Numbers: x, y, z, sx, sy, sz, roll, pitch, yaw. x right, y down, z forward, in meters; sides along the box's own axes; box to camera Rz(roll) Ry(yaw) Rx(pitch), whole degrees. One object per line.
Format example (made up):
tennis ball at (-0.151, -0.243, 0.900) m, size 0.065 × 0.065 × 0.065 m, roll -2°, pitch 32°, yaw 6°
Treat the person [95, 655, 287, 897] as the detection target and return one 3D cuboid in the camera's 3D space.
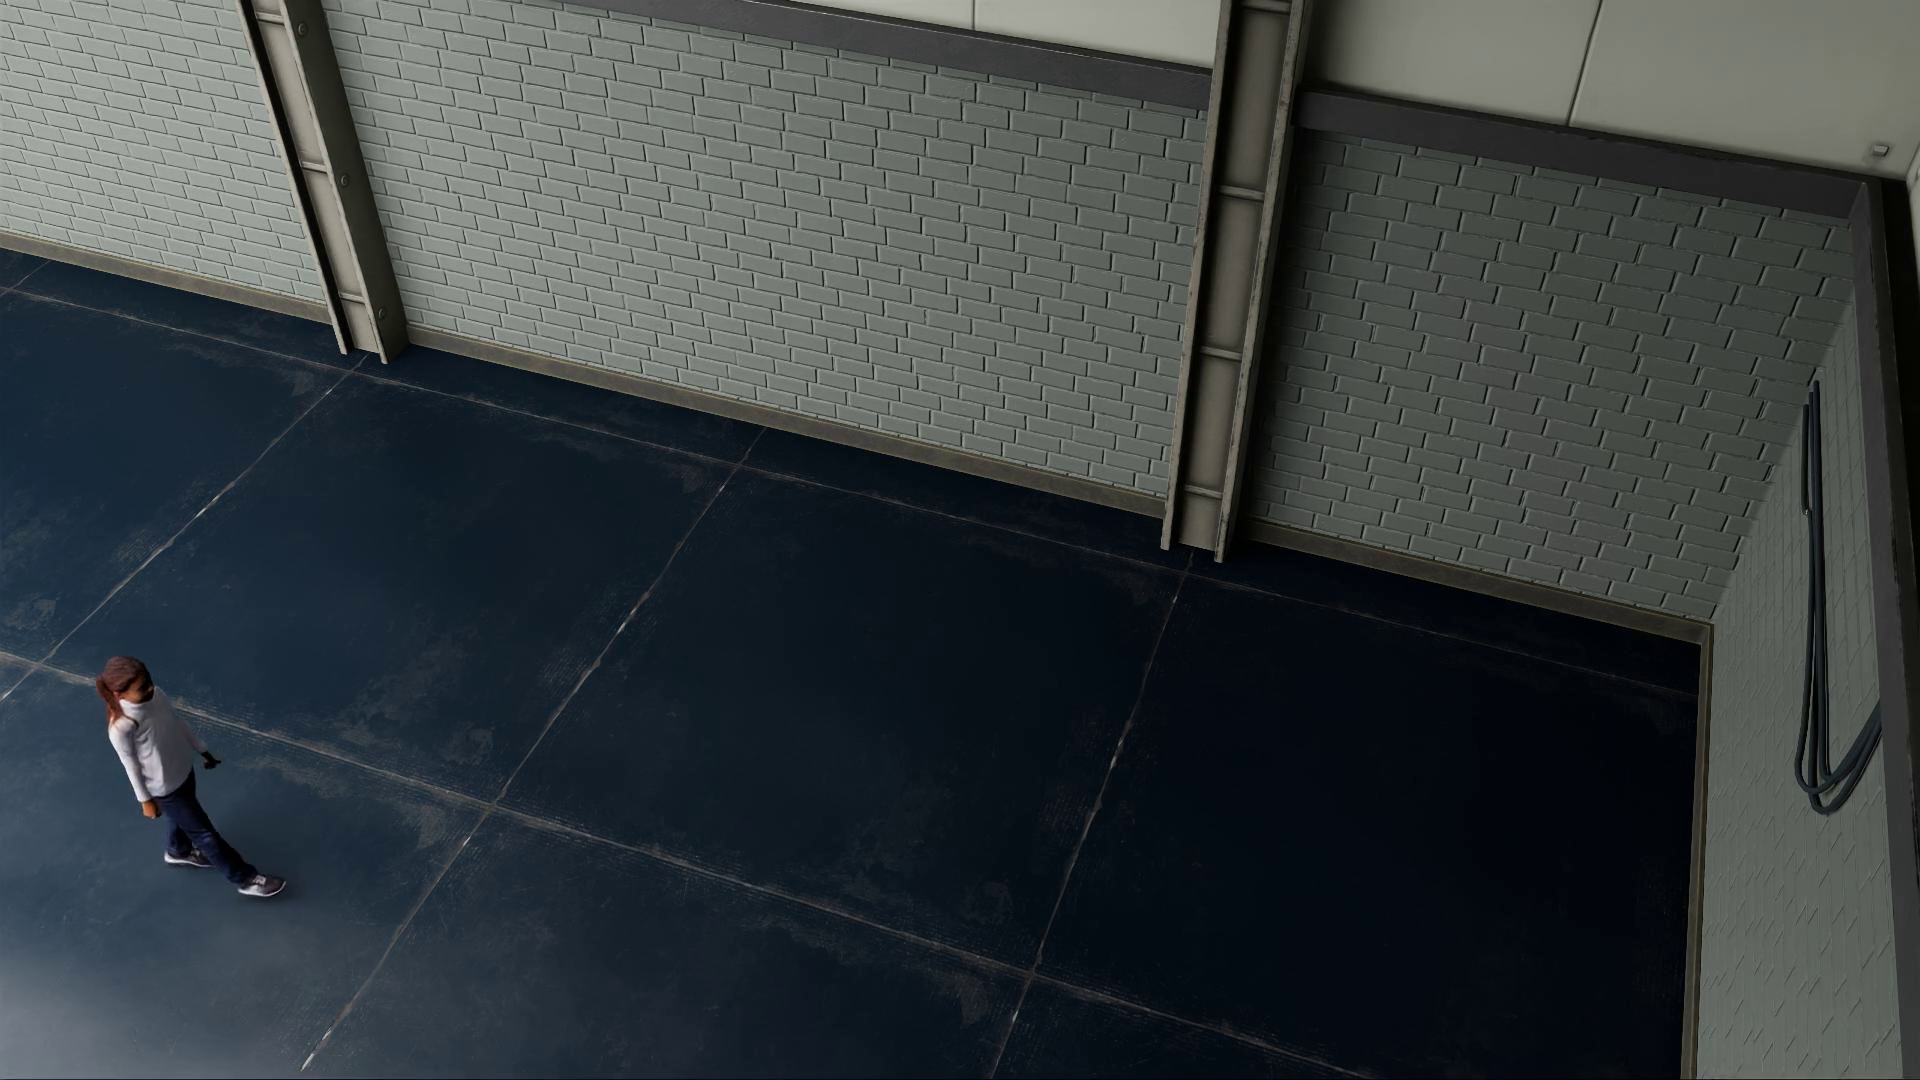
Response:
person at (-3.845, 1.116, 7.967) m, size 0.963 × 1.528 × 0.653 m, roll 7°, pitch 43°, yaw 7°
